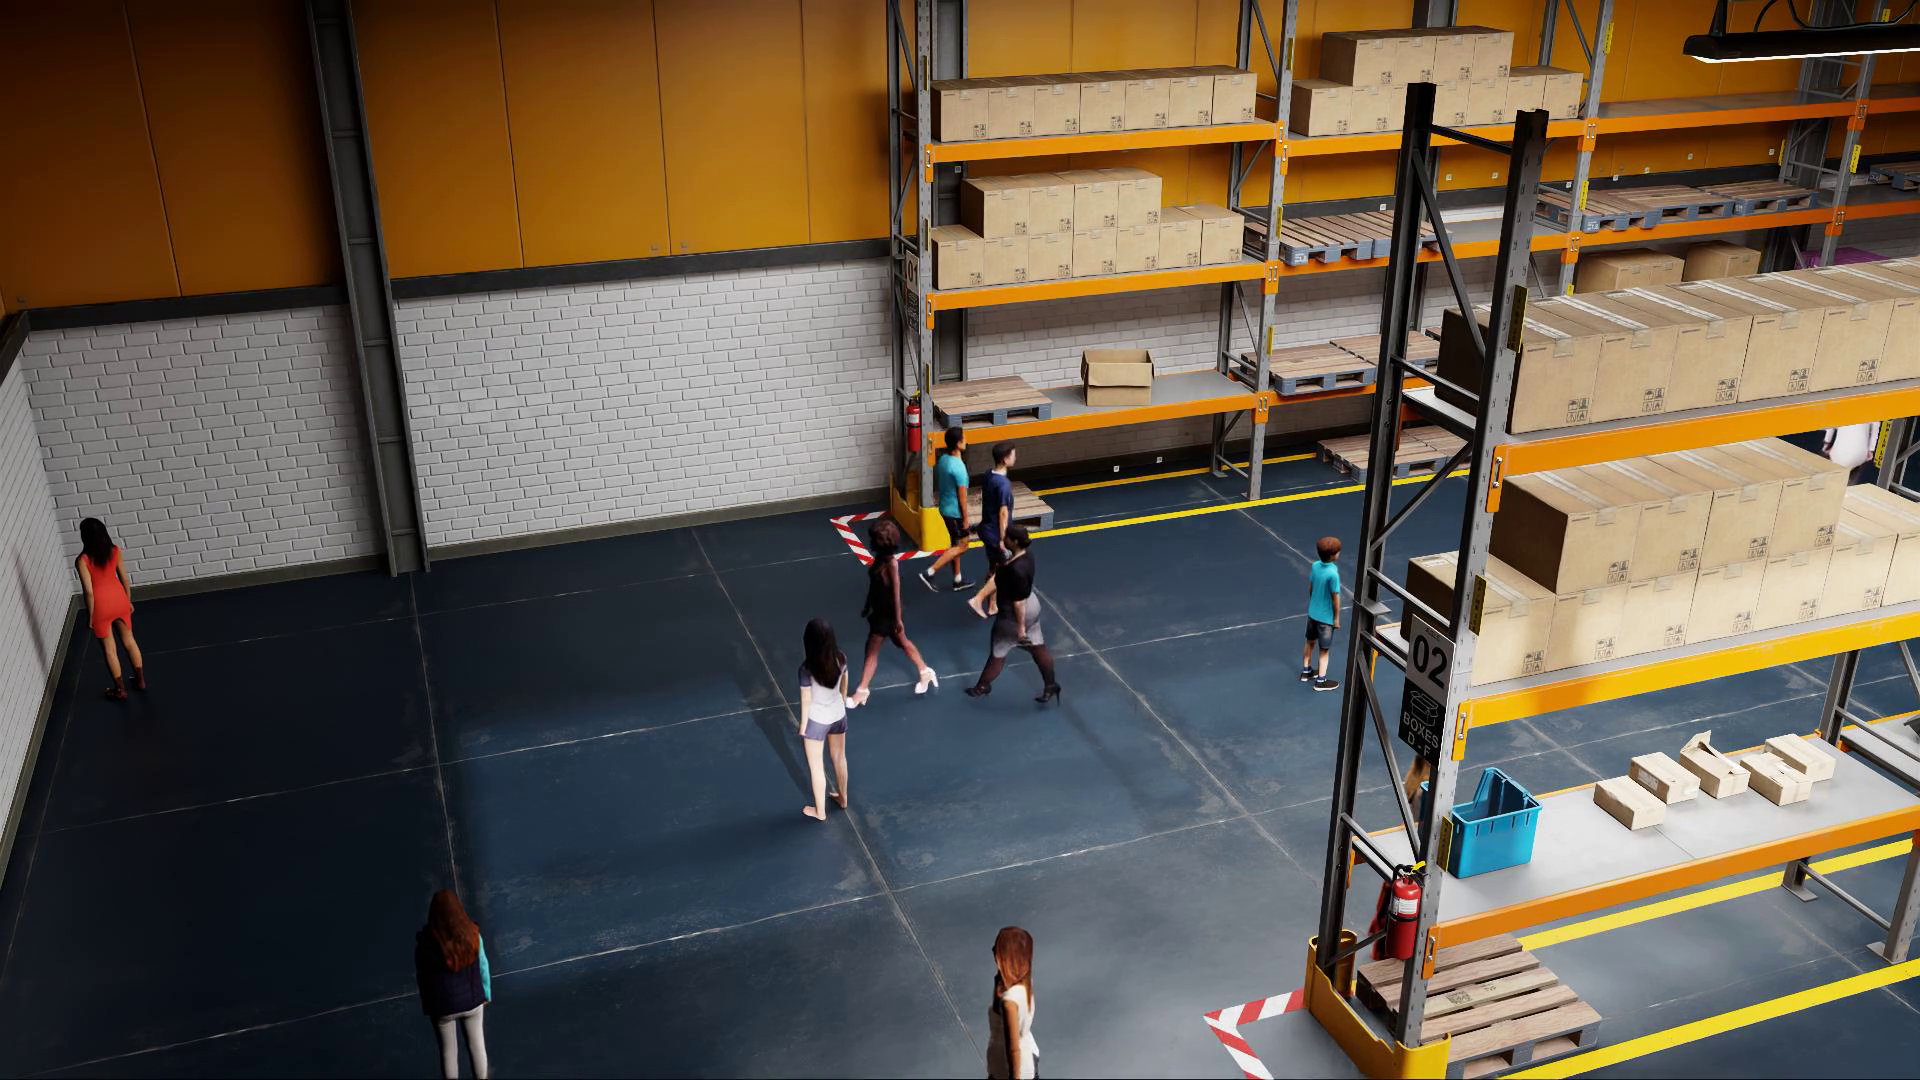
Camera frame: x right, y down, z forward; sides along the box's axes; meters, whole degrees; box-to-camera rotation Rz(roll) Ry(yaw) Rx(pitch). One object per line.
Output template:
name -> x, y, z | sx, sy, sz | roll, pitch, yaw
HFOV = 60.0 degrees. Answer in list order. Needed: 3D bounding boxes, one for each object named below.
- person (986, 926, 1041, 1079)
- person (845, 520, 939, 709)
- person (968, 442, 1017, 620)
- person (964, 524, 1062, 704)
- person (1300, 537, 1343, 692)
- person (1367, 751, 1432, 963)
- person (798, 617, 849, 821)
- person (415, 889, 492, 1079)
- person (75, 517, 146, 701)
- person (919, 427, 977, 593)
person -> 0.394, 2.948, 9.282 | 1.187, 1.733, 1.010 | 6, 24, 13
person -> -0.548, 0.652, 14.521 | 1.106, 1.742, 0.577 | -7, 25, -16
person -> 0.272, -0.055, 16.034 | 0.806, 1.827, 0.676 | -12, 26, -25
person -> 0.606, 0.696, 14.467 | 1.197, 1.706, 1.036 | 5, 24, 12
person -> 3.254, 0.635, 14.926 | 0.493, 1.449, 0.540 | -11, 26, -23
person -> 3.044, 2.090, 11.161 | 0.757, 1.800, 0.732 | 4, 24, 9
person -> -1.060, 1.374, 12.916 | 0.592, 1.706, 0.725 | -20, 30, -38
person -> -3.031, 2.767, 9.992 | 0.498, 1.496, 0.623 | -9, 25, -19
person -> -7.518, 0.594, 14.685 | 0.729, 1.719, 0.648 | 14, 27, 28
person -> -0.138, -0.256, 16.582 | 0.940, 1.757, 0.677 | -11, 26, -24
